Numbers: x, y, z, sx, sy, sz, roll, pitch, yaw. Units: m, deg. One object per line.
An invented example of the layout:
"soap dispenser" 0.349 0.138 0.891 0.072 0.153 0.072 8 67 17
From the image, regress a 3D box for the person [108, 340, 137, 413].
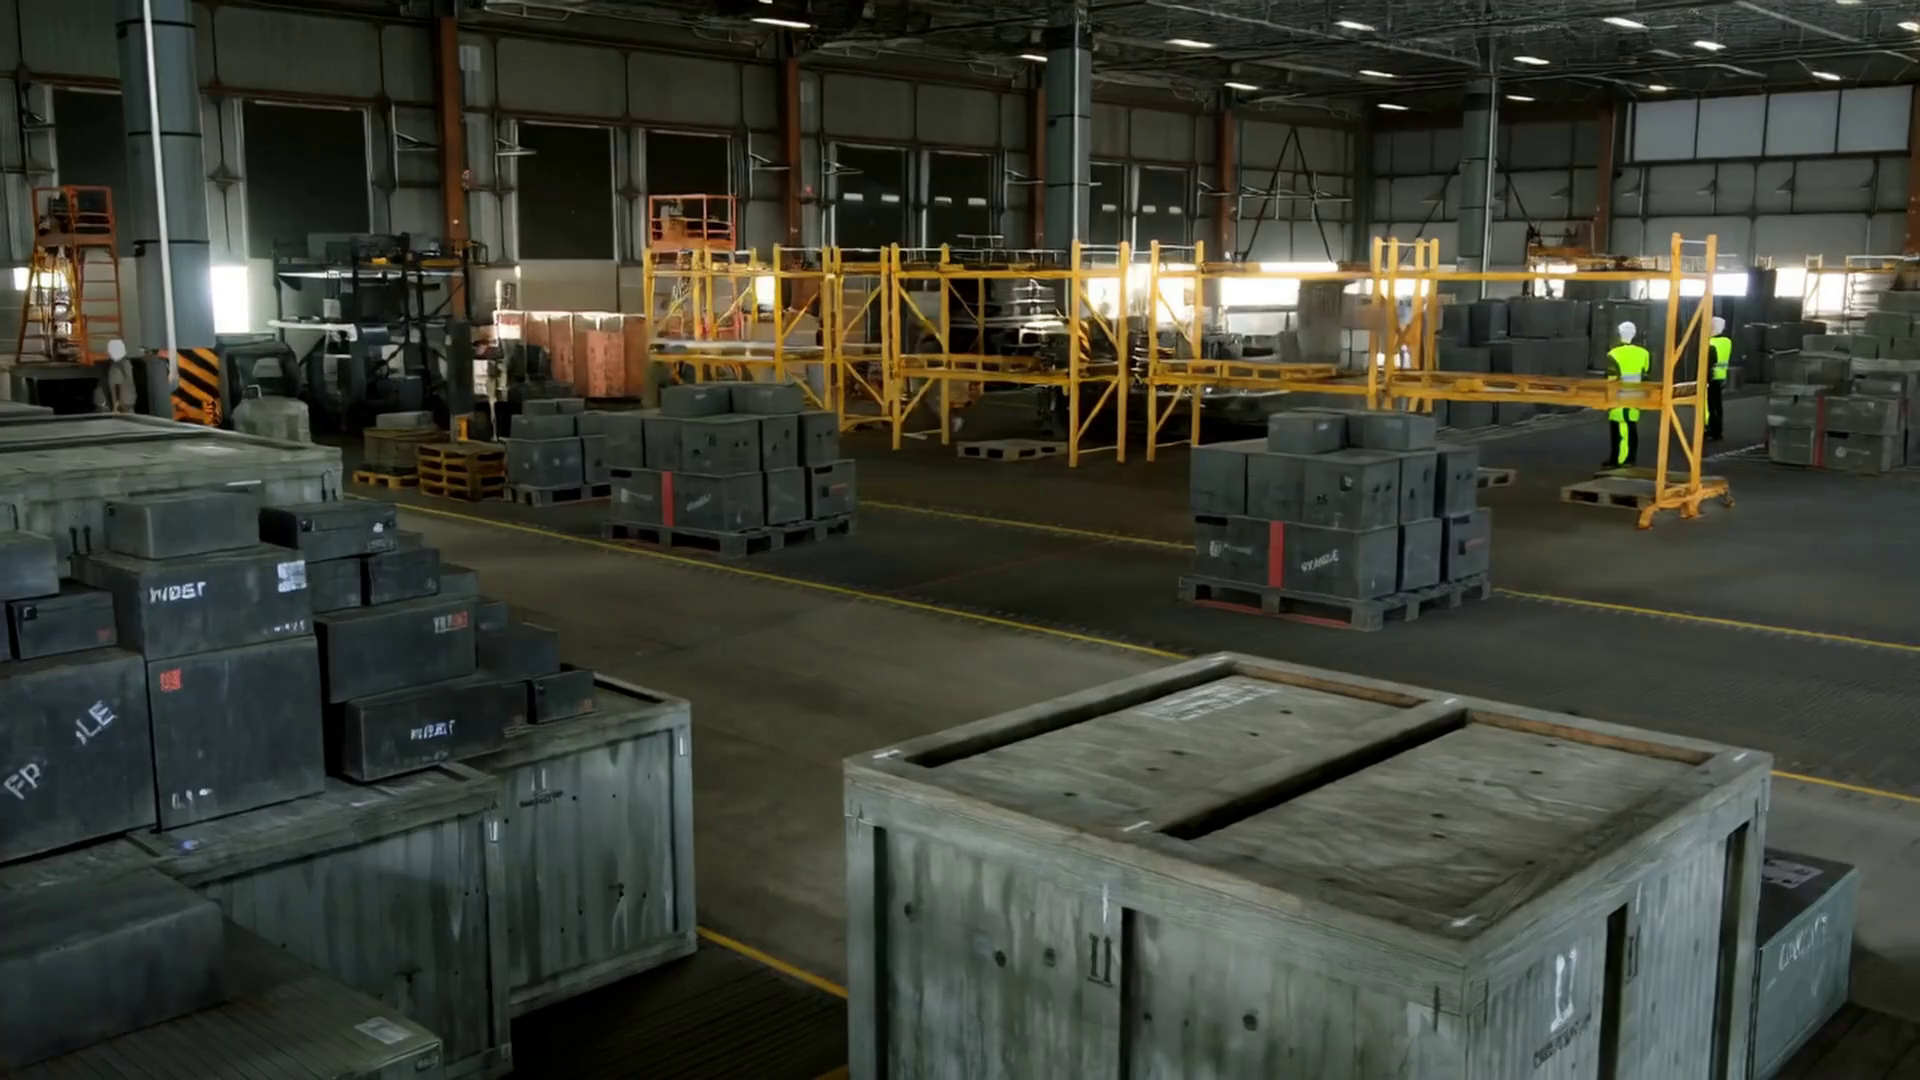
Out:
"person" -11.592 -1.935 23.070 0.405 1.682 0.540 -1 9 -4

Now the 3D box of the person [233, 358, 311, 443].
"person" -5.719 -0.553 13.884 0.586 1.918 0.397 -4 10 -21

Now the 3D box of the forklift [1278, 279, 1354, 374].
"forklift" 8.920 -5.583 41.773 1.129 2.768 1.873 -4 10 -22

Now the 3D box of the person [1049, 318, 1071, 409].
"person" 1.920 -3.337 31.504 0.485 1.738 0.320 1 9 9

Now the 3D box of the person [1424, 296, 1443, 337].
"person" 13.437 -6.013 47.481 0.733 1.896 0.673 -1 9 -8

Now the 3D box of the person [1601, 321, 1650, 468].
"person" 8.862 -1.932 22.187 0.606 1.966 0.367 -2 9 -11

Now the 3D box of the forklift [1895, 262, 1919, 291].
"forklift" 23.015 -5.318 40.151 1.129 2.768 1.873 3 10 18

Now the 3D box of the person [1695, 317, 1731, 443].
"person" 11.570 -2.444 25.473 0.597 1.917 0.383 -9 13 -44

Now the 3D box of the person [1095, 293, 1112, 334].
"person" 4.431 -6.651 51.244 0.543 1.929 0.387 -2 9 -9

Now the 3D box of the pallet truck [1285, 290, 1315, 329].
"pallet truck" 11.297 -6.951 52.861 1.885 1.965 0.823 -5 11 -29

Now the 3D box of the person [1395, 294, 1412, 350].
"person" 13.996 -6.856 52.732 0.591 1.840 0.940 2 10 14

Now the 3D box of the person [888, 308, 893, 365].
"person" -1.768 -5.265 43.653 0.313 1.632 0.523 4 10 21

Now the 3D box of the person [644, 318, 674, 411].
"person" -5.308 -3.101 29.907 0.998 1.772 0.538 -9 13 -43

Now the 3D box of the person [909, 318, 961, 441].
"person" -0.411 -2.473 25.674 0.726 1.914 0.648 3 10 17

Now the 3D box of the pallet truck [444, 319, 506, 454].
"pallet truck" -6.981 -1.942 22.150 1.885 1.965 0.823 1 9 9
